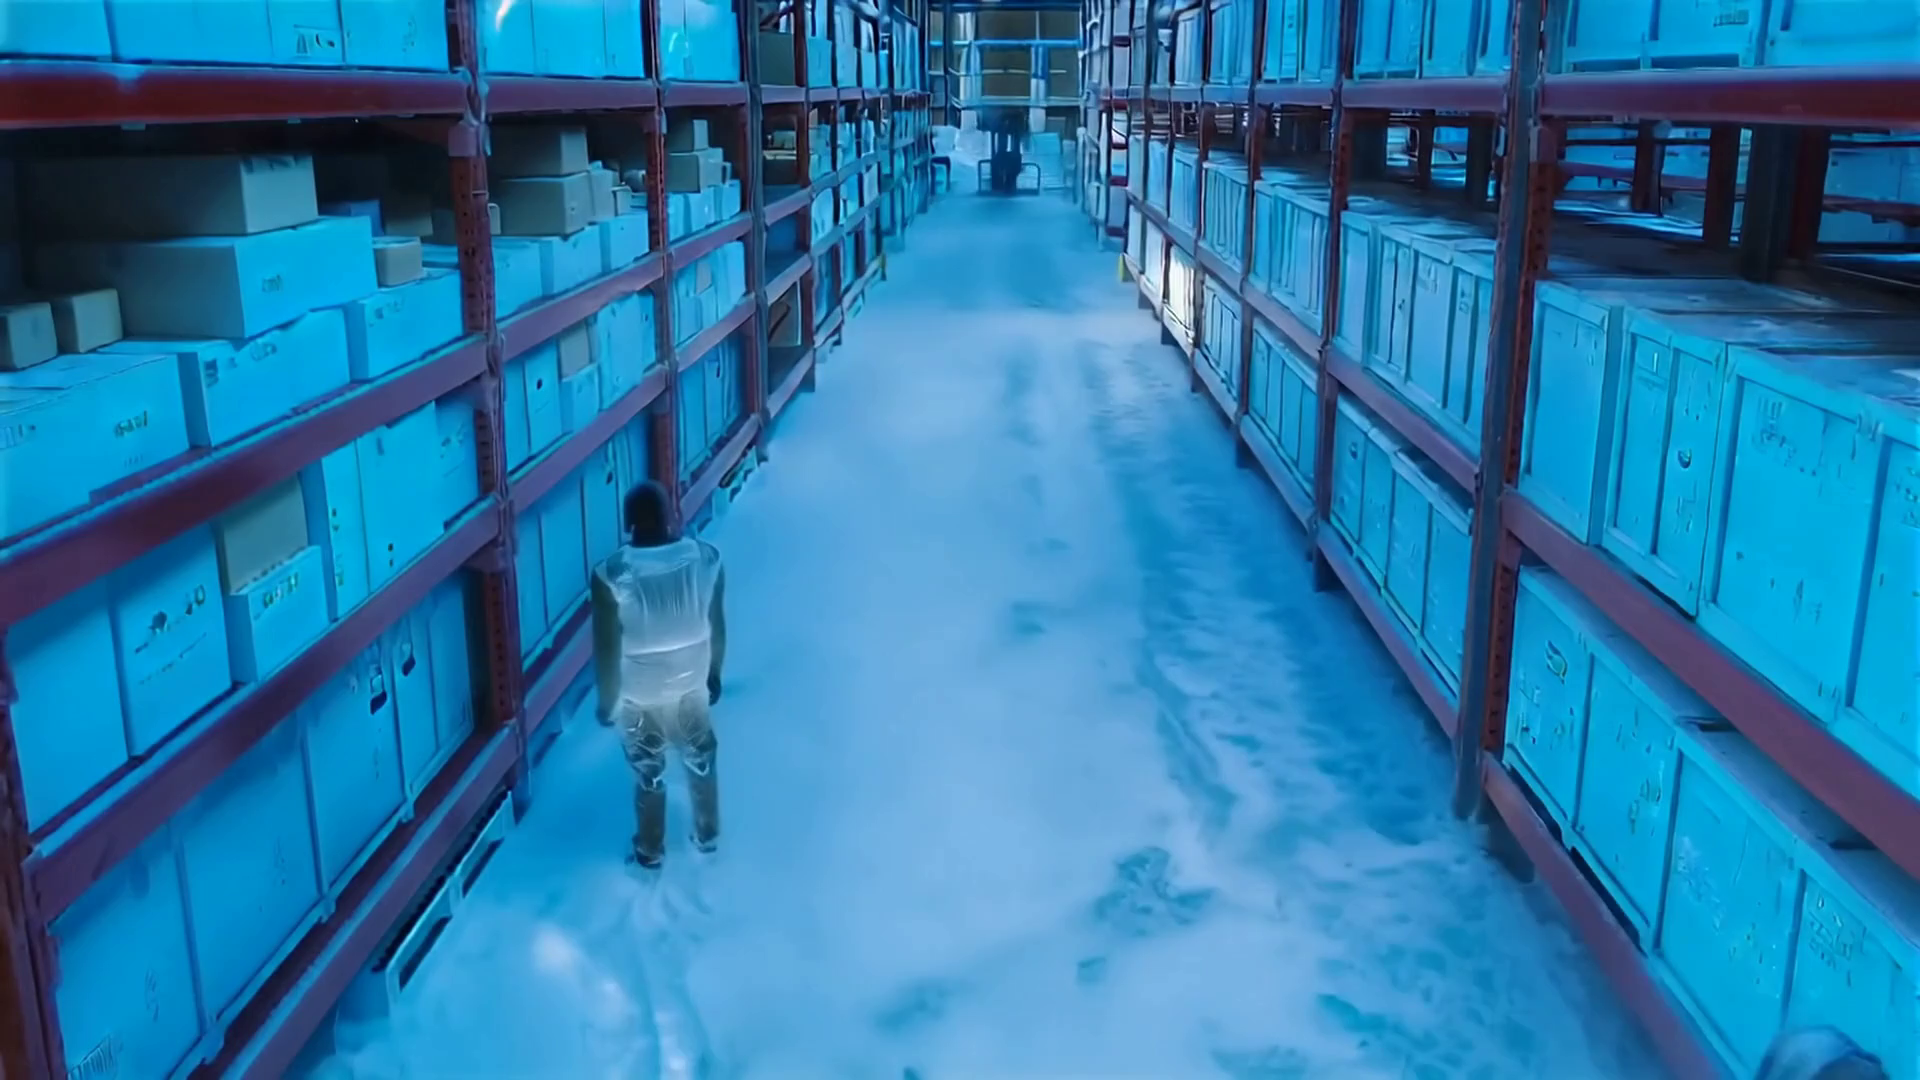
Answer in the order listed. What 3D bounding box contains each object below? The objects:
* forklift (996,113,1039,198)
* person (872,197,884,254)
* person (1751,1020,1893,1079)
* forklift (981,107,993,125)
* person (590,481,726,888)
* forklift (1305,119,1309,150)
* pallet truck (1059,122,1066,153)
[{"bbox_3d":[1.690,-13.063,56.394,1.873,2.768,1.129,-11,18,-35],"label":"forklift"},{"bbox_3d":[-1.718,-6.033,32.116,0.517,1.886,0.669,1,15,2],"label":"person"},{"bbox_3d":[1.748,1.772,3.627,0.530,1.589,0.854,-9,18,-31],"label":"person"},{"bbox_3d":[1.322,-19.861,81.690,1.873,2.768,1.129,-4,16,-15],"label":"forklift"},{"bbox_3d":[-1.336,0.641,7.386,0.623,1.840,0.430,-9,18,-31],"label":"person"},{"bbox_3d":[8.999,-9.599,43.506,1.873,2.768,1.129,0,15,2],"label":"forklift"},{"bbox_3d":[5.788,-21.111,88.014,1.885,1.965,0.823,5,16,18],"label":"pallet truck"}]
